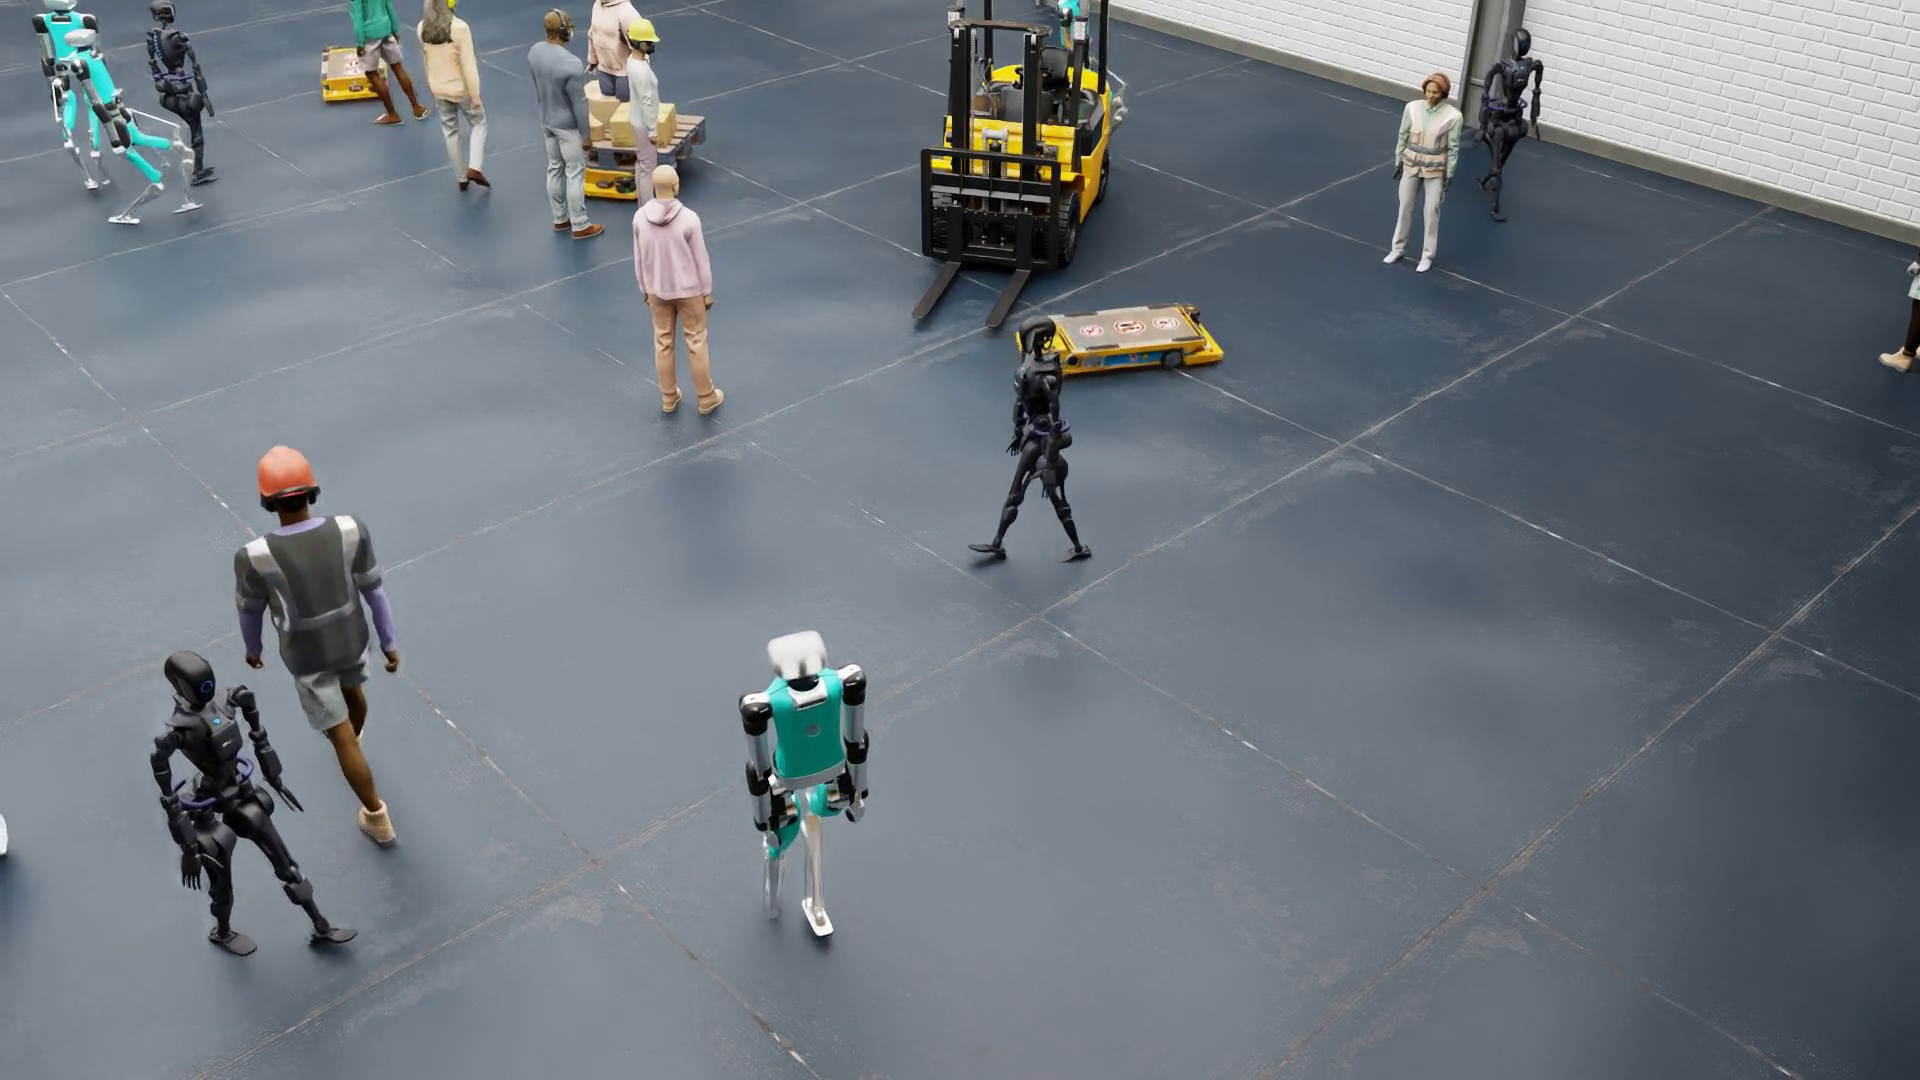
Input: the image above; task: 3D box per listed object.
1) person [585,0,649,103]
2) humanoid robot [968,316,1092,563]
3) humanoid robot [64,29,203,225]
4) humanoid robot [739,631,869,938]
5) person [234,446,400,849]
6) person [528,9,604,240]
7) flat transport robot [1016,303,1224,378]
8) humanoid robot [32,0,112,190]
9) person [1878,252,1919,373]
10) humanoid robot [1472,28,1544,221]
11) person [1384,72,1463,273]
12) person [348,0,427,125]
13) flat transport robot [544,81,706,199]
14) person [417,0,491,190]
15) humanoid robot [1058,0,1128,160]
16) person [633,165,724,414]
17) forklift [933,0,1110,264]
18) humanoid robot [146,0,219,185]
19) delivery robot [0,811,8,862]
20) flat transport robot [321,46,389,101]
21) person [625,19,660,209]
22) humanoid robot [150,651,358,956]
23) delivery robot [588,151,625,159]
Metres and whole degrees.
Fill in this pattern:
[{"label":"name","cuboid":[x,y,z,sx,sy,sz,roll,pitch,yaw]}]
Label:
[{"label":"person","cuboid":[-3.152,-4.371,15.432,0.805,1.860,0.420,24,40,32]},{"label":"humanoid robot","cuboid":[0.443,-0.549,9.755,0.744,1.631,0.603,-10,34,-15]},{"label":"humanoid robot","cuboid":[-6.981,-3.506,14.261,0.995,1.747,0.531,-7,34,-10]},{"label":"humanoid robot","cuboid":[-0.720,1.080,7.264,0.544,1.899,0.744,-14,35,-20]},{"label":"person","cuboid":[-3.031,0.470,7.882,0.618,1.984,1.037,-27,41,-35]},{"label":"person","cuboid":[-3.327,-3.491,14.026,0.620,1.931,0.386,24,40,32]},{"label":"flat transport robot","cuboid":[1.191,-1.490,12.464,1.431,0.231,0.659,-7,34,-10]},{"label":"humanoid robot","cuboid":[-7.894,-3.898,14.844,0.554,1.793,0.782,-4,33,-6]},{"label":"person","cuboid":[7.072,-2.014,11.959,0.530,1.695,0.322,-9,34,-14]},{"label":"humanoid robot","cuboid":[4.797,-3.697,14.627,0.596,1.640,0.821,-6,34,-9]},{"label":"person","cuboid":[3.778,-2.995,13.527,0.519,1.632,0.313,22,39,30]},{"label":"person","cuboid":[-5.733,-5.045,16.513,0.394,1.814,0.729,15,36,22]},{"label":"flat transport robot","cuboid":[-3.105,-3.550,15.630,0.659,0.231,1.431,7,34,11]},{"label":"person","cuboid":[-4.546,-4.064,14.966,0.547,1.859,0.480,4,33,6]},{"label":"humanoid robot","cuboid":[1.218,-4.257,15.387,0.910,1.767,0.542,10,34,15]},{"label":"person","cuboid":[-1.948,-1.686,11.378,0.523,1.780,0.407,6,34,9]},{"label":"forklift","cuboid":[0.570,-3.725,14.138,1.214,2.155,2.313,9,34,13]},{"label":"humanoid robot","cuboid":[-7.084,-4.093,15.175,0.614,1.641,0.436,13,35,19]},{"label":"delivery robot","cuboid":[-4.767,1.459,7.676,0.499,0.602,0.801,-10,34,-15]},{"label":"flat transport robot","cuboid":[-6.519,-5.045,17.928,0.659,0.231,1.431,-9,34,-14]},{"label":"person","cuboid":[-2.684,-3.594,14.326,0.322,1.765,0.530,-10,34,-15]},{"label":"humanoid robot","cuboid":[-3.084,1.174,7.100,0.742,1.628,0.594,14,36,21]},{"label":"delivery robot","cuboid":[-3.481,-3.664,15.560,0.499,0.614,0.815,-19,38,-26]}]
